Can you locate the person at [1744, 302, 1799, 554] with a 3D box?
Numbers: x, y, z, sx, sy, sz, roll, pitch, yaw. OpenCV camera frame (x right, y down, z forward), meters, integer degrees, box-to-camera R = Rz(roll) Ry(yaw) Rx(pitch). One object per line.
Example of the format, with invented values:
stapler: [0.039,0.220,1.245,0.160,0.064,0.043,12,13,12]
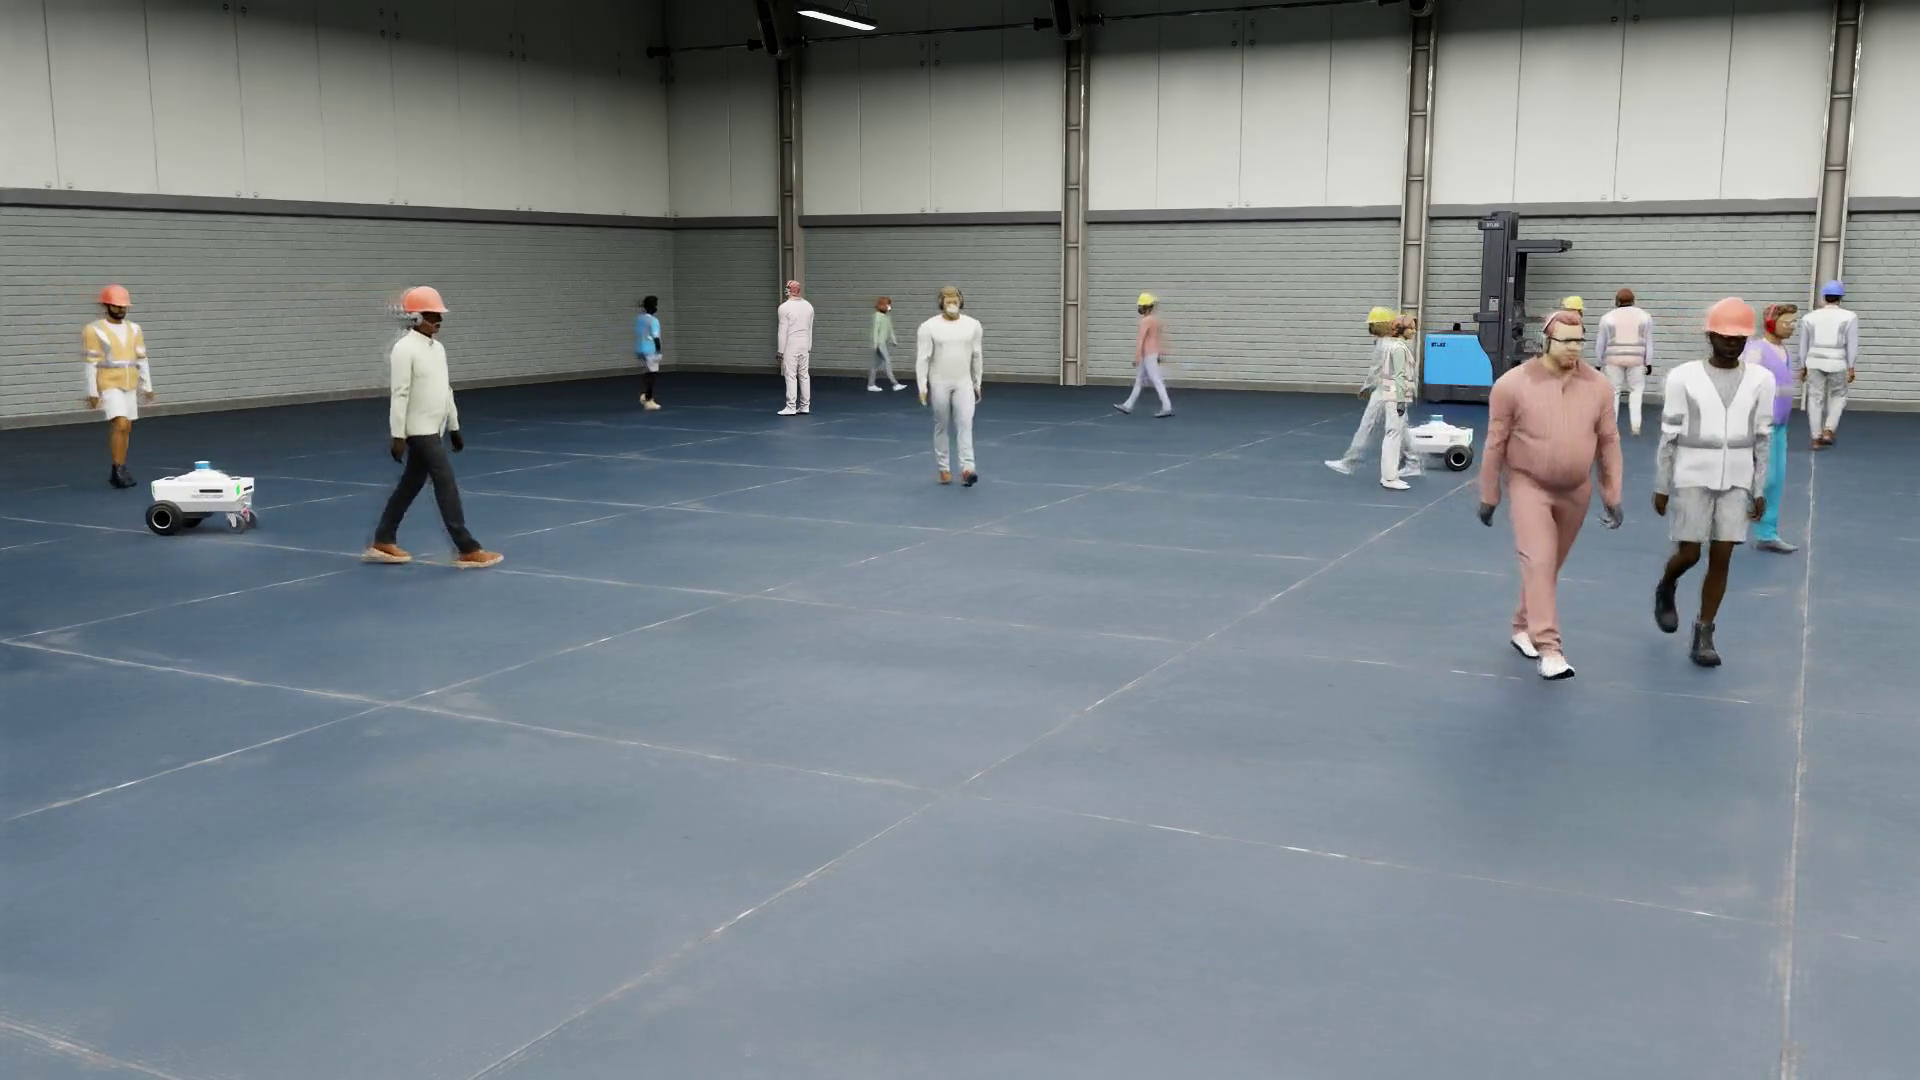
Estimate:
person: [5.877,-0.831,12.206,0.565,1.828,0.564,-9,13,-43]

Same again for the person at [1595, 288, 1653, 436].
person: [8.216,-2.196,20.606,0.662,1.833,0.455,3,10,17]

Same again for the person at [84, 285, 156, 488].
person: [-7.931,-1.446,15.753,0.632,1.912,0.545,5,10,26]

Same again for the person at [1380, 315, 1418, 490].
person: [4.135,-1.301,15.683,0.310,1.636,0.523,2,9,11]

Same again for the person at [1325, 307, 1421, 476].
person: [4.182,-1.474,16.590,0.940,1.685,0.499,3,10,18]

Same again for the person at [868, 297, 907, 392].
person: [-1.230,-3.315,28.238,0.824,1.595,0.519,3,10,16]

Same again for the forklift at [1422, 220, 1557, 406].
forklift: [8.245,-3.527,25.720,1.873,2.768,1.129,5,10,27]

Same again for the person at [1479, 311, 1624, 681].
person: [3.048,-0.241,8.514,0.660,1.841,1.012,-1,9,-6]

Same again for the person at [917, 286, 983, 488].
person: [-0.081,-1.441,15.765,0.660,1.886,1.006,-2,9,-10]

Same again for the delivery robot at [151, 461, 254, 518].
delivery robot: [-5.987,-0.379,13.169,0.707,0.478,0.477,0,9,-2]

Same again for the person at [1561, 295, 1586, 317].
person: [7.473,-2.158,20.642,0.625,1.754,0.529,5,10,26]

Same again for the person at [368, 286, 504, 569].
person: [-3.729,-0.783,11.558,1.018,1.947,0.633,1,9,5]

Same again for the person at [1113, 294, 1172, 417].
person: [2.583,-2.584,23.322,0.921,1.710,0.544,4,10,23]

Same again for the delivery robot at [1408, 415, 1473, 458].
delivery robot: [4.984,-1.063,17.384,0.707,0.478,0.477,3,10,18]

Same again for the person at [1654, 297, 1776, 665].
person: [3.965,-0.324,8.801,0.556,1.913,0.613,1,9,8]

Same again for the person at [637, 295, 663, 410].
person: [-4.554,-2.765,24.552,0.370,1.681,0.562,-7,11,-35]

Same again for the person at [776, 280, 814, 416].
person: [-2.372,-2.728,23.657,0.410,1.909,0.643,7,12,38]

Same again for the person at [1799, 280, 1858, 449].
person: [10.010,-2.016,19.173,0.641,1.930,0.479,9,13,43]
